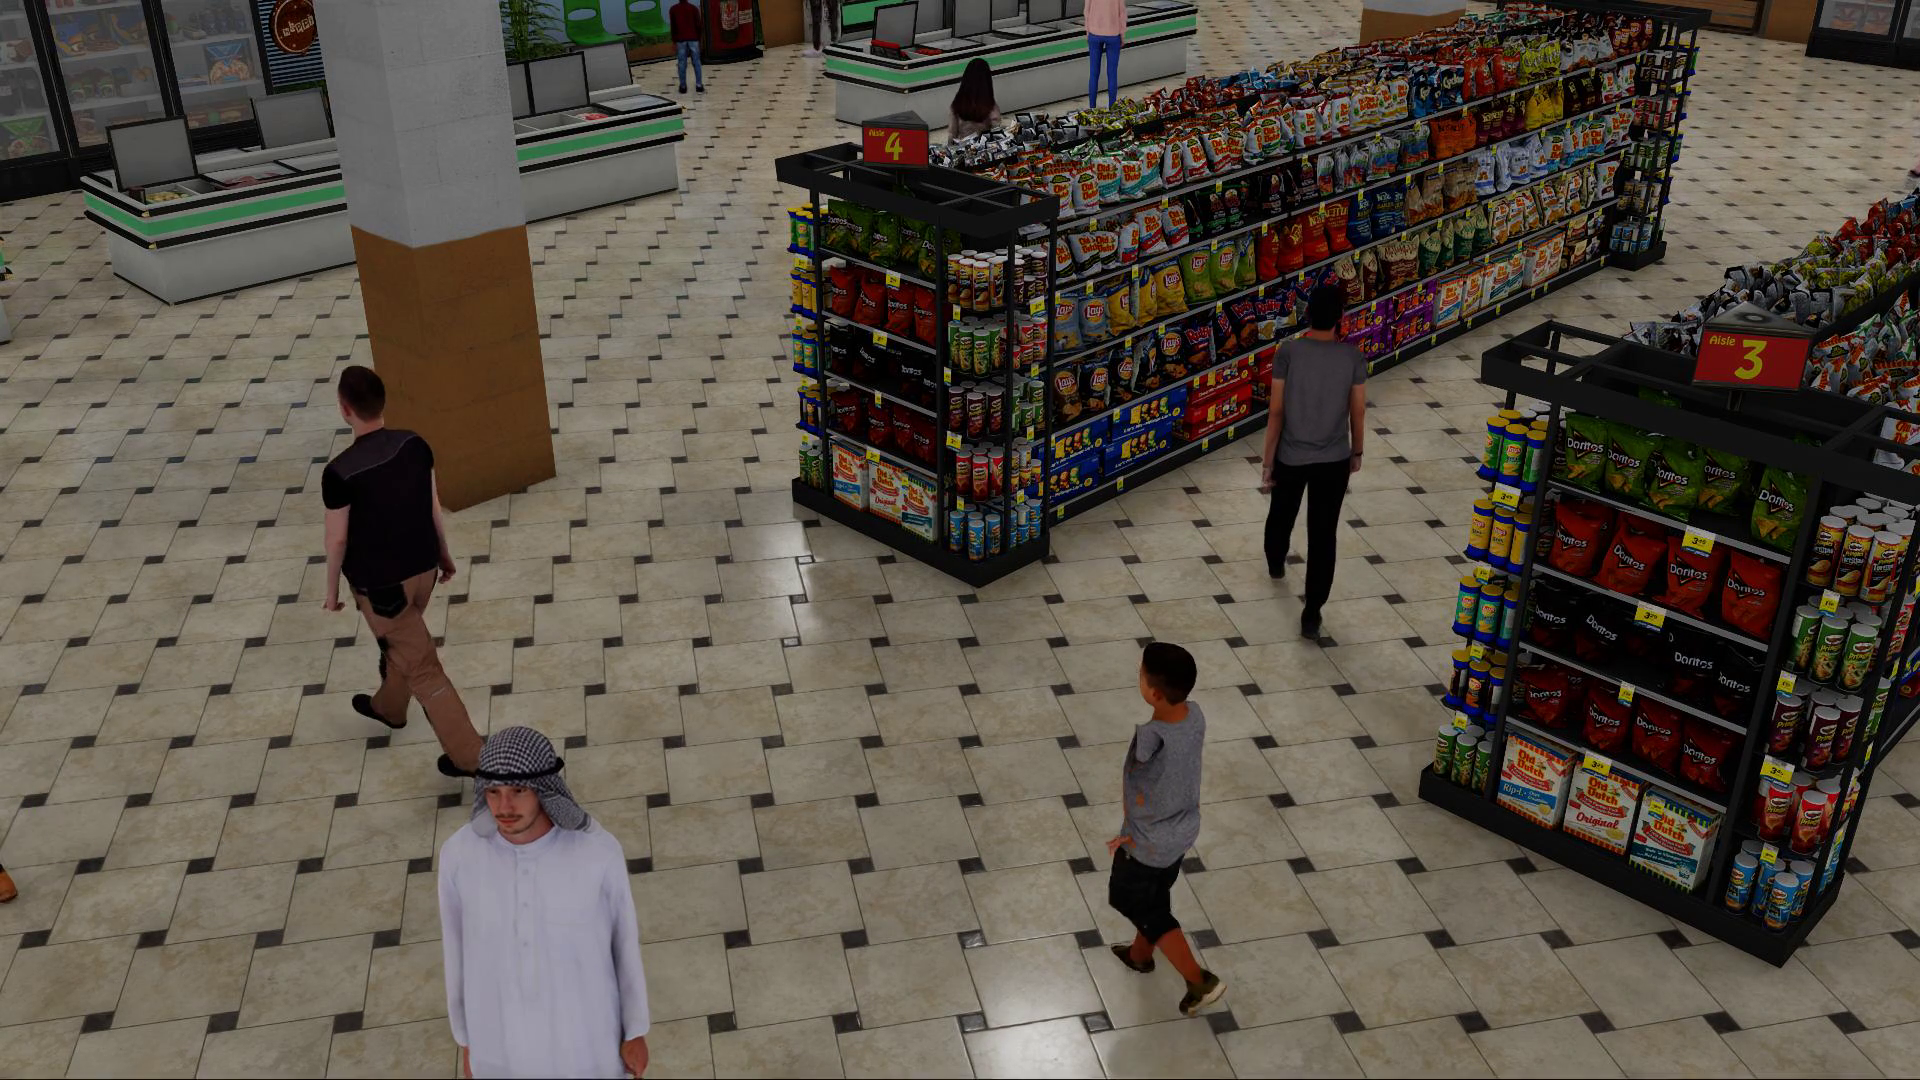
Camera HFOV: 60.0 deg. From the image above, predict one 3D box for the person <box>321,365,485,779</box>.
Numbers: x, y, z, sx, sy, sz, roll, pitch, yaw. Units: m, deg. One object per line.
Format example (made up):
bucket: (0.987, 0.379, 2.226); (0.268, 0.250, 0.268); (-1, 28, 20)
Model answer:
person: (-2.280, 0.188, 6.889); (0.960, 1.796, 1.205); (15, 31, 27)

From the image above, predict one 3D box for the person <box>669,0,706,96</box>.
person: (-3.183, -5.838, 19.370); (0.558, 1.255, 0.643); (-5, 27, -10)

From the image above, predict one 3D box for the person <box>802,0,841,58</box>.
person: (-1.807, -7.070, 21.328); (0.706, 1.682, 0.876); (-14, 30, -25)

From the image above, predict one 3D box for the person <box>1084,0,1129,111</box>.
person: (1.569, -5.448, 18.031); (0.717, 1.770, 0.697); (9, 28, 18)

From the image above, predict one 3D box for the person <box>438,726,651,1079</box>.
person: (-1.108, 1.329, 4.495); (0.795, 1.926, 0.872); (-2, 27, -5)

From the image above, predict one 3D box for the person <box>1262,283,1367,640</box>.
person: (1.705, -0.346, 8.037); (1.009, 1.710, 1.189); (5, 27, 9)

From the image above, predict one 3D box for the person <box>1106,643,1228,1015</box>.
person: (0.729, 0.974, 5.727); (0.773, 1.446, 0.687); (-21, 34, -36)

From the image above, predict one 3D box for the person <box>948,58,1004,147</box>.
person: (0.093, -2.795, 12.875); (0.756, 1.703, 1.103); (16, 31, 28)
